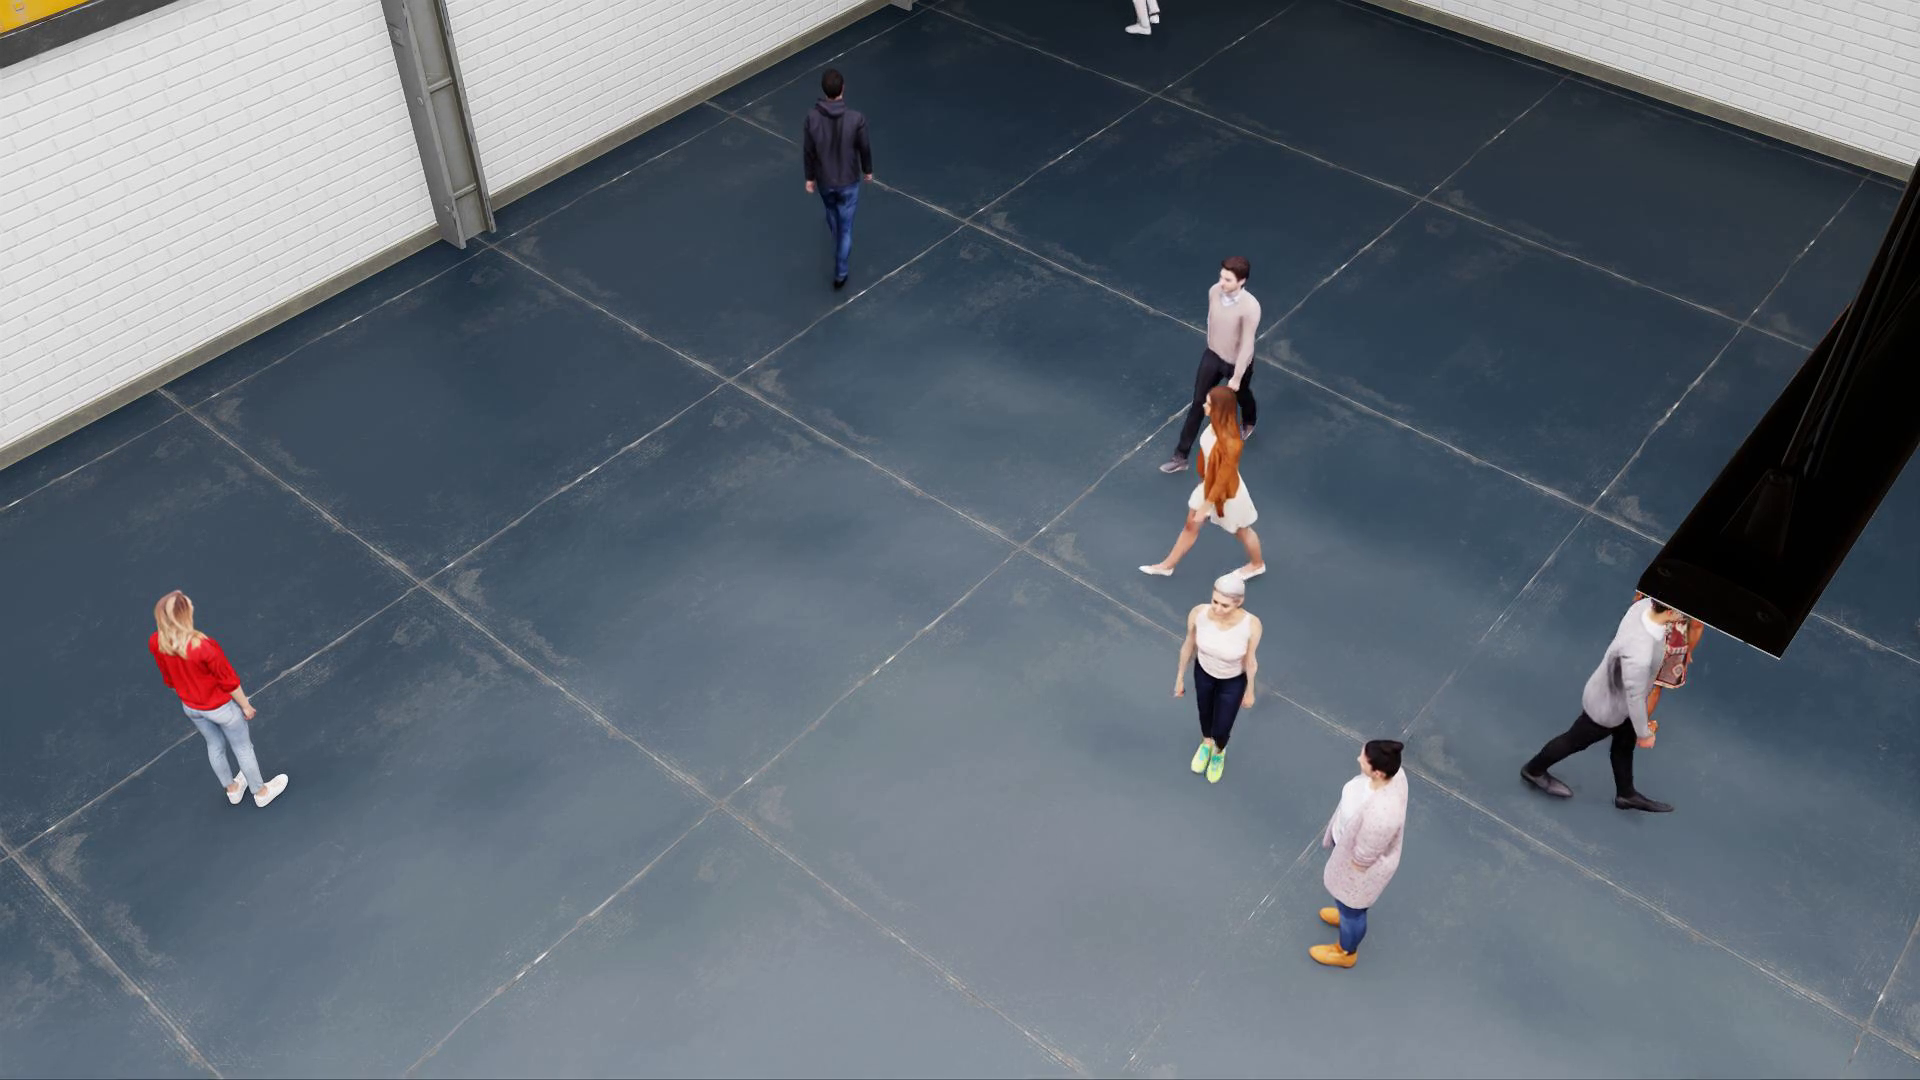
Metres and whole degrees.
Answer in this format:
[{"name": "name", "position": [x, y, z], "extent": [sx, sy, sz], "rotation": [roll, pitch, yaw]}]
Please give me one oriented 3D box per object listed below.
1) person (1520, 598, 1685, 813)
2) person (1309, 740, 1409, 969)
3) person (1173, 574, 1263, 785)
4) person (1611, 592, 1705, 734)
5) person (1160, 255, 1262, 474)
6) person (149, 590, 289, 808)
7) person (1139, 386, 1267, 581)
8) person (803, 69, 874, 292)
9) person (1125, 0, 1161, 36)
[{"name": "person", "position": [3.719, 0.899, 9.700], "extent": [0.904, 1.871, 1.106], "rotation": [23, 48, 22]}, {"name": "person", "position": [2.203, 1.669, 8.984], "extent": [0.840, 1.743, 0.716], "rotation": [12, 45, 12]}, {"name": "person", "position": [1.584, 0.770, 9.970], "extent": [0.686, 1.687, 0.699], "rotation": [19, 47, 19]}, {"name": "person", "position": [4.277, 0.583, 10.196], "extent": [0.579, 1.645, 0.683], "rotation": [-31, 52, -28]}, {"name": "person", "position": [2.014, -1.319, 12.114], "extent": [1.261, 1.752, 0.746], "rotation": [-32, 52, -29]}, {"name": "person", "position": [-4.398, 0.952, 9.767], "extent": [0.692, 1.703, 0.675], "rotation": [8, 44, 9]}, {"name": "person", "position": [1.847, -0.327, 11.134], "extent": [1.185, 1.668, 1.043], "rotation": [-9, 44, -9]}, {"name": "person", "position": [-1.018, -2.909, 13.717], "extent": [1.106, 1.845, 1.262], "rotation": [3, 44, 4]}, {"name": "person", "position": [1.888, -5.995, 17.006], "extent": [0.544, 1.776, 0.869], "rotation": [-31, 52, -28]}]
